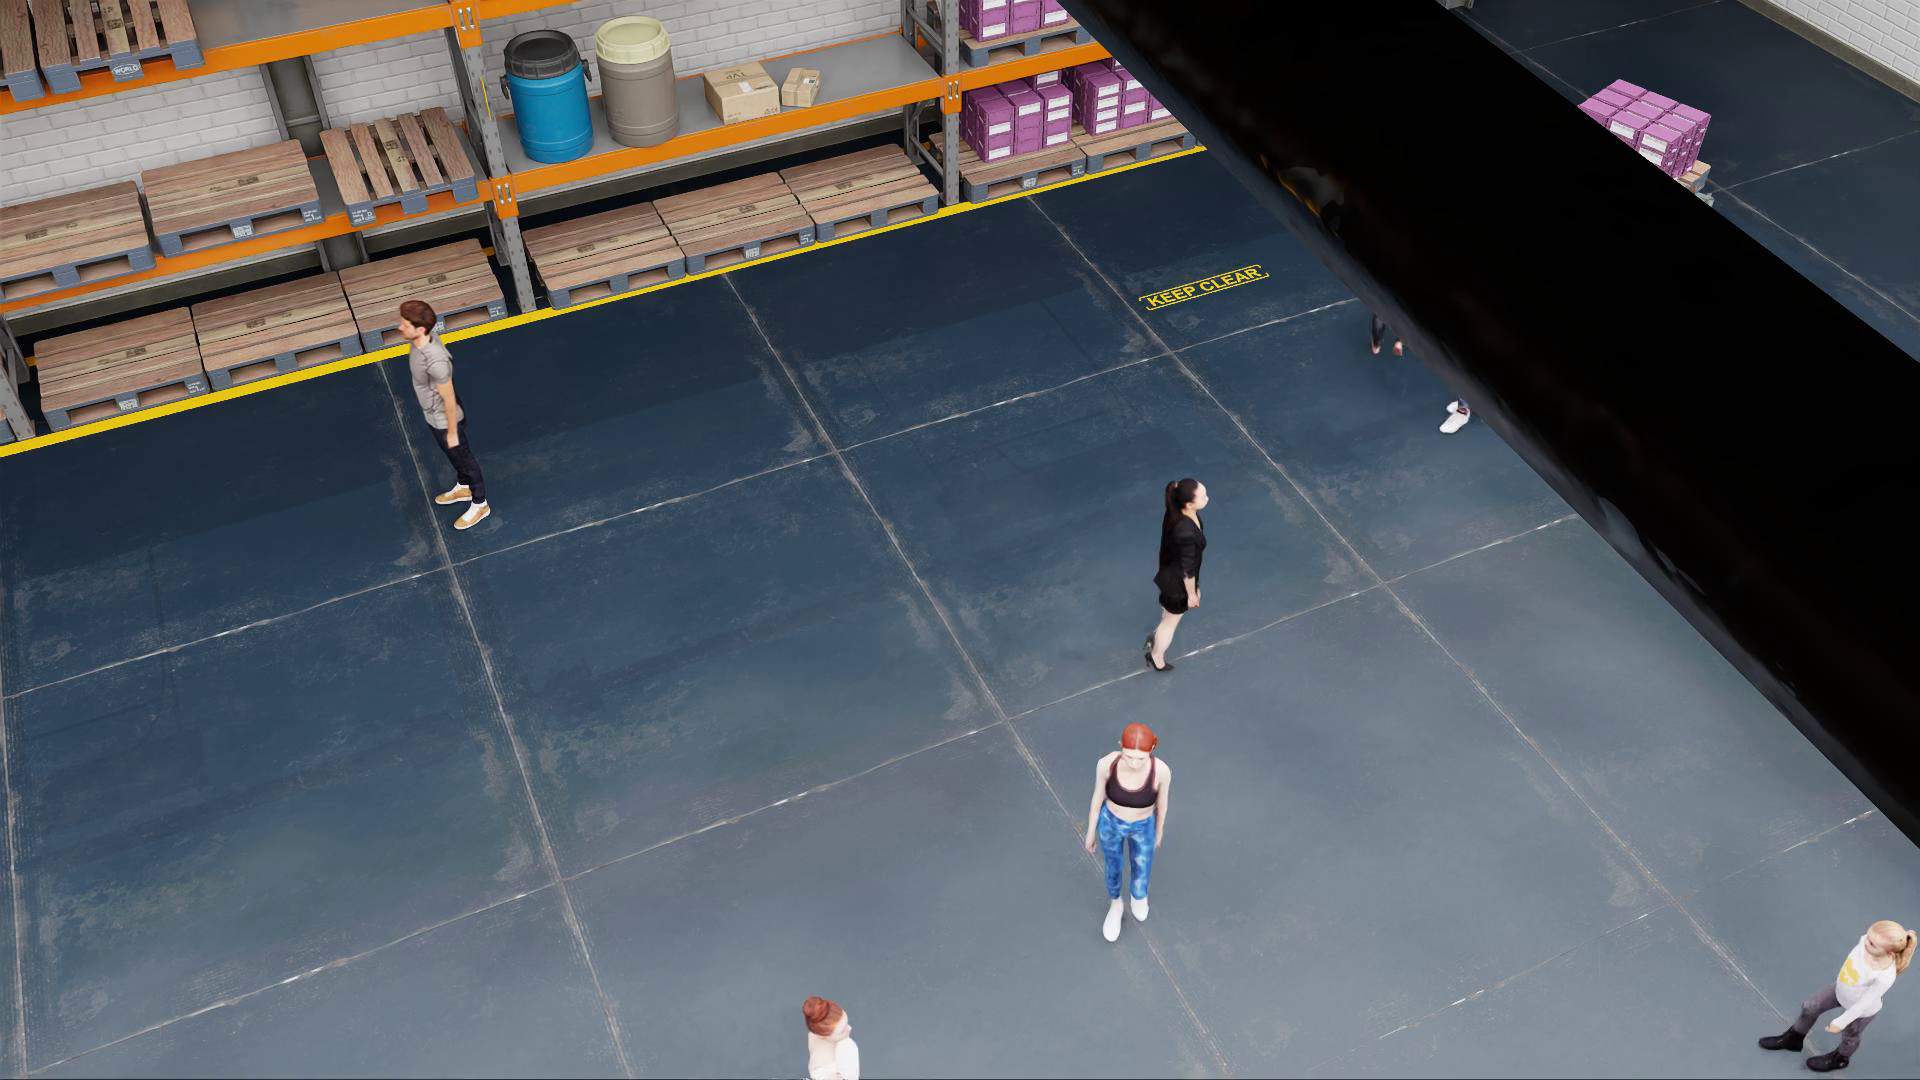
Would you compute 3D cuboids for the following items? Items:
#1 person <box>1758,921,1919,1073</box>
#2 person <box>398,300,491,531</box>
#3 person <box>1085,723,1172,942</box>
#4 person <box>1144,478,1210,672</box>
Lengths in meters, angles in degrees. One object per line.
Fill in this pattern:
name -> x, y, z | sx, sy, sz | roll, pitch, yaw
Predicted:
person -> 4.775, 2.417, 8.753 | 0.754, 1.262, 0.641 | -2, 44, -3
person -> -3.659, -0.911, 11.786 | 0.593, 1.896, 0.671 | -23, 48, -22
person -> 0.935, 1.558, 9.280 | 0.736, 1.779, 0.794 | 9, 44, 10
person -> 1.318, 0.243, 10.727 | 0.716, 1.687, 0.706 | 0, 44, 0
